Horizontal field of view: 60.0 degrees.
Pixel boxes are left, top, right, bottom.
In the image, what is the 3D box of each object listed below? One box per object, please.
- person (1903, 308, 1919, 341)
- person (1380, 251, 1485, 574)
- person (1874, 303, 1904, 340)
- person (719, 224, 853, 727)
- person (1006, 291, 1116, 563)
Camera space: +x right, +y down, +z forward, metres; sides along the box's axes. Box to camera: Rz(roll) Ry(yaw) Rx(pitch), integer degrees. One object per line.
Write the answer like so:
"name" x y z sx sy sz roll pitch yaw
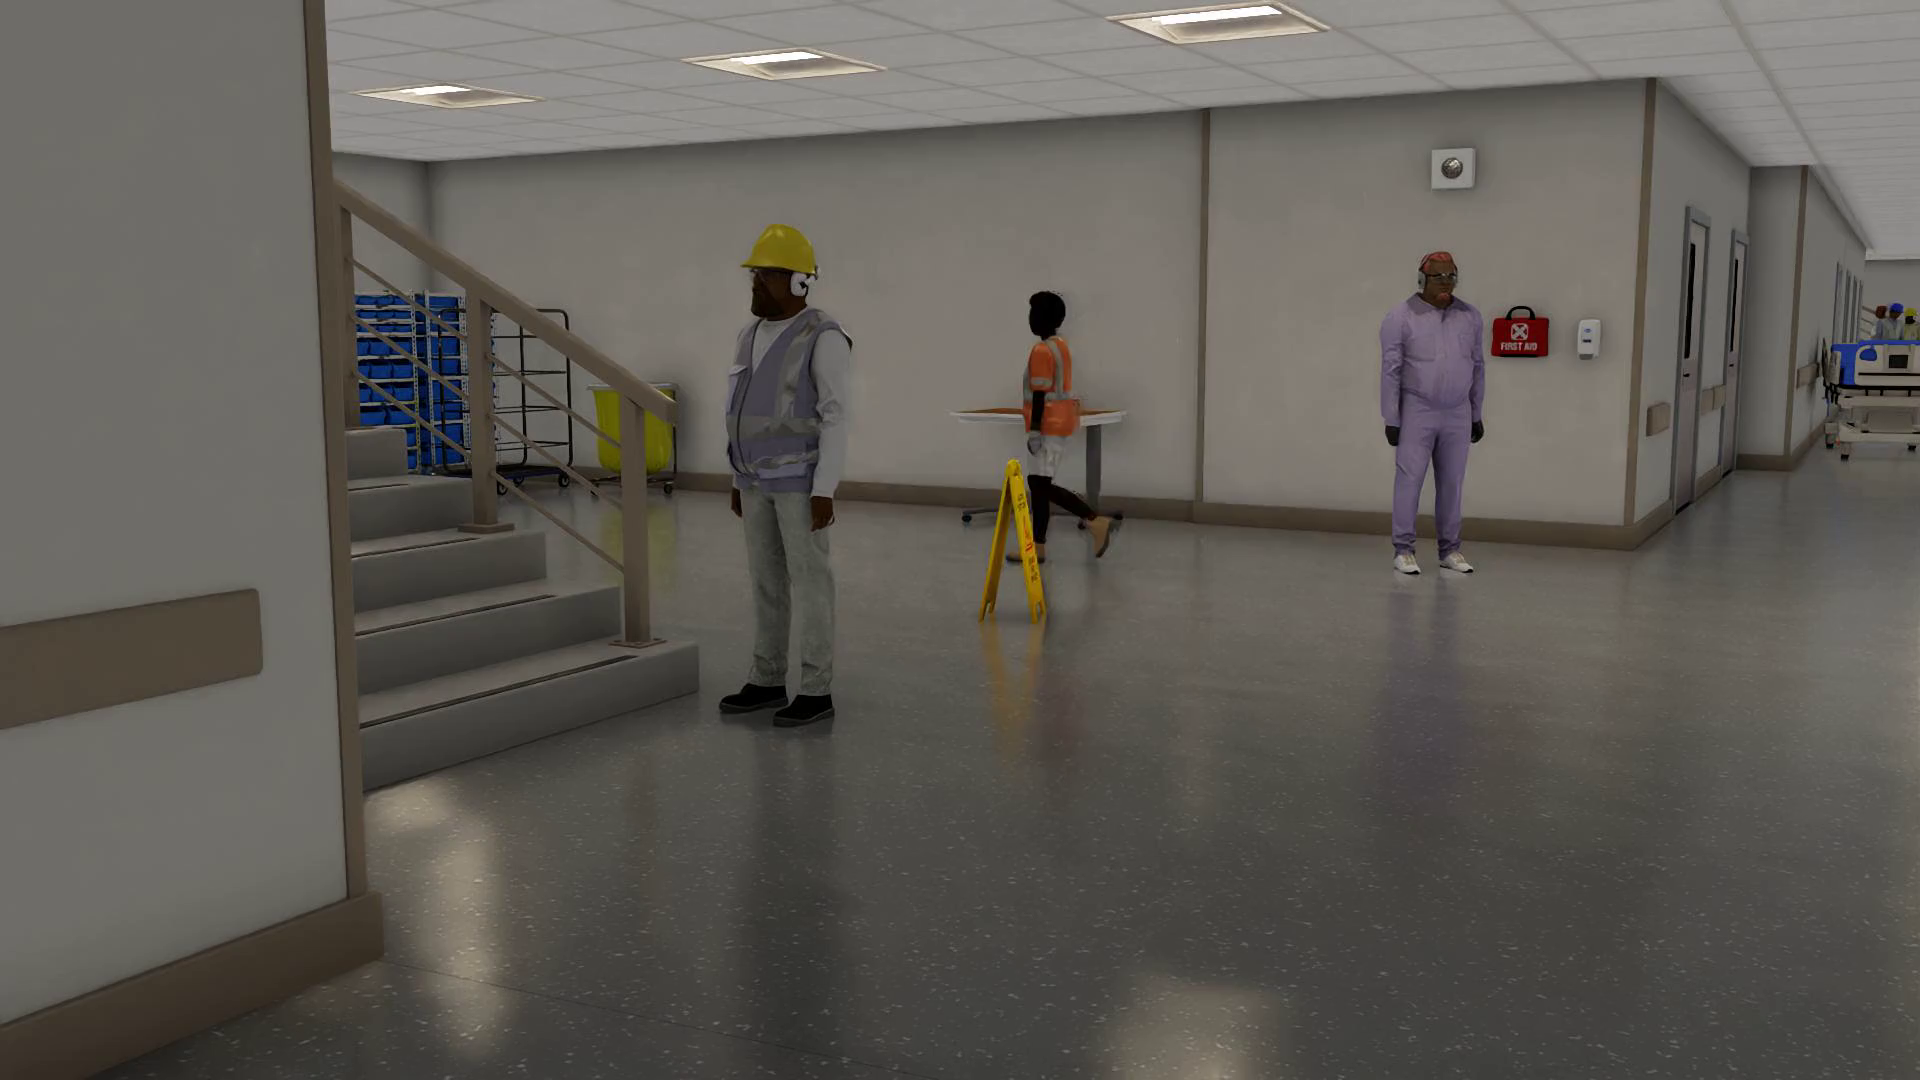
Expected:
"person" 20.666 -4.132 36.206 0.404 1.823 0.588 -3 8 -21
"person" 2.801 -0.741 9.820 0.634 1.899 0.404 -1 8 -10
"person" 19.191 -3.954 34.505 0.711 1.917 0.674 -1 7 -8
"person" -0.661 -0.237 6.158 0.590 1.837 0.404 7 10 44
"person" 0.607 -0.669 10.079 0.643 1.672 0.535 2 8 14
